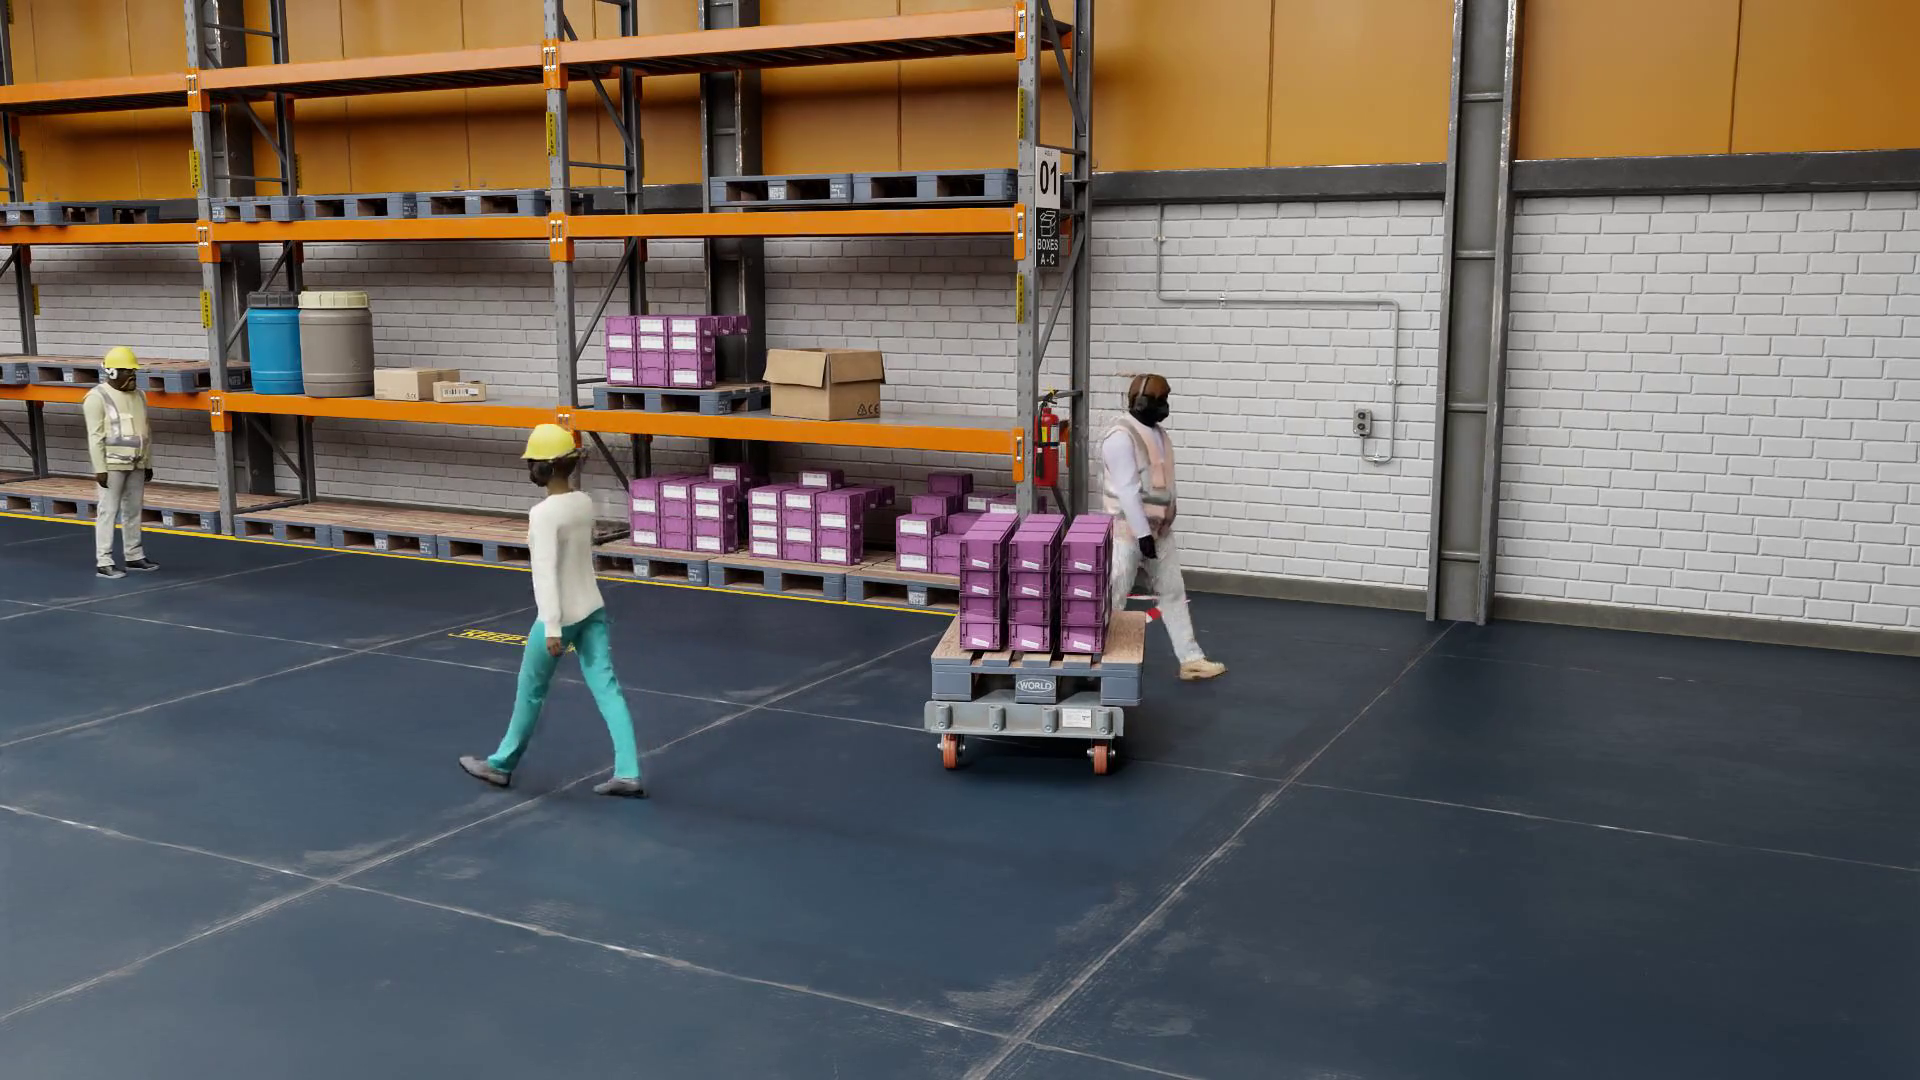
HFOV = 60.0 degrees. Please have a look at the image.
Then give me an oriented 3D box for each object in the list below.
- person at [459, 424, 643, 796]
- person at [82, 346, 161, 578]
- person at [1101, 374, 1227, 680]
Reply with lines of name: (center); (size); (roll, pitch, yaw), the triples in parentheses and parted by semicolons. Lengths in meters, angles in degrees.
person: (-1.855, 0.326, 7.620); (0.925, 1.710, 0.543); (3, 10, 18)
person: (-6.606, -0.614, 13.143); (0.412, 1.821, 0.610); (3, 10, 16)
person: (1.149, -0.045, 9.640); (0.861, 1.804, 0.637); (7, 12, 37)
